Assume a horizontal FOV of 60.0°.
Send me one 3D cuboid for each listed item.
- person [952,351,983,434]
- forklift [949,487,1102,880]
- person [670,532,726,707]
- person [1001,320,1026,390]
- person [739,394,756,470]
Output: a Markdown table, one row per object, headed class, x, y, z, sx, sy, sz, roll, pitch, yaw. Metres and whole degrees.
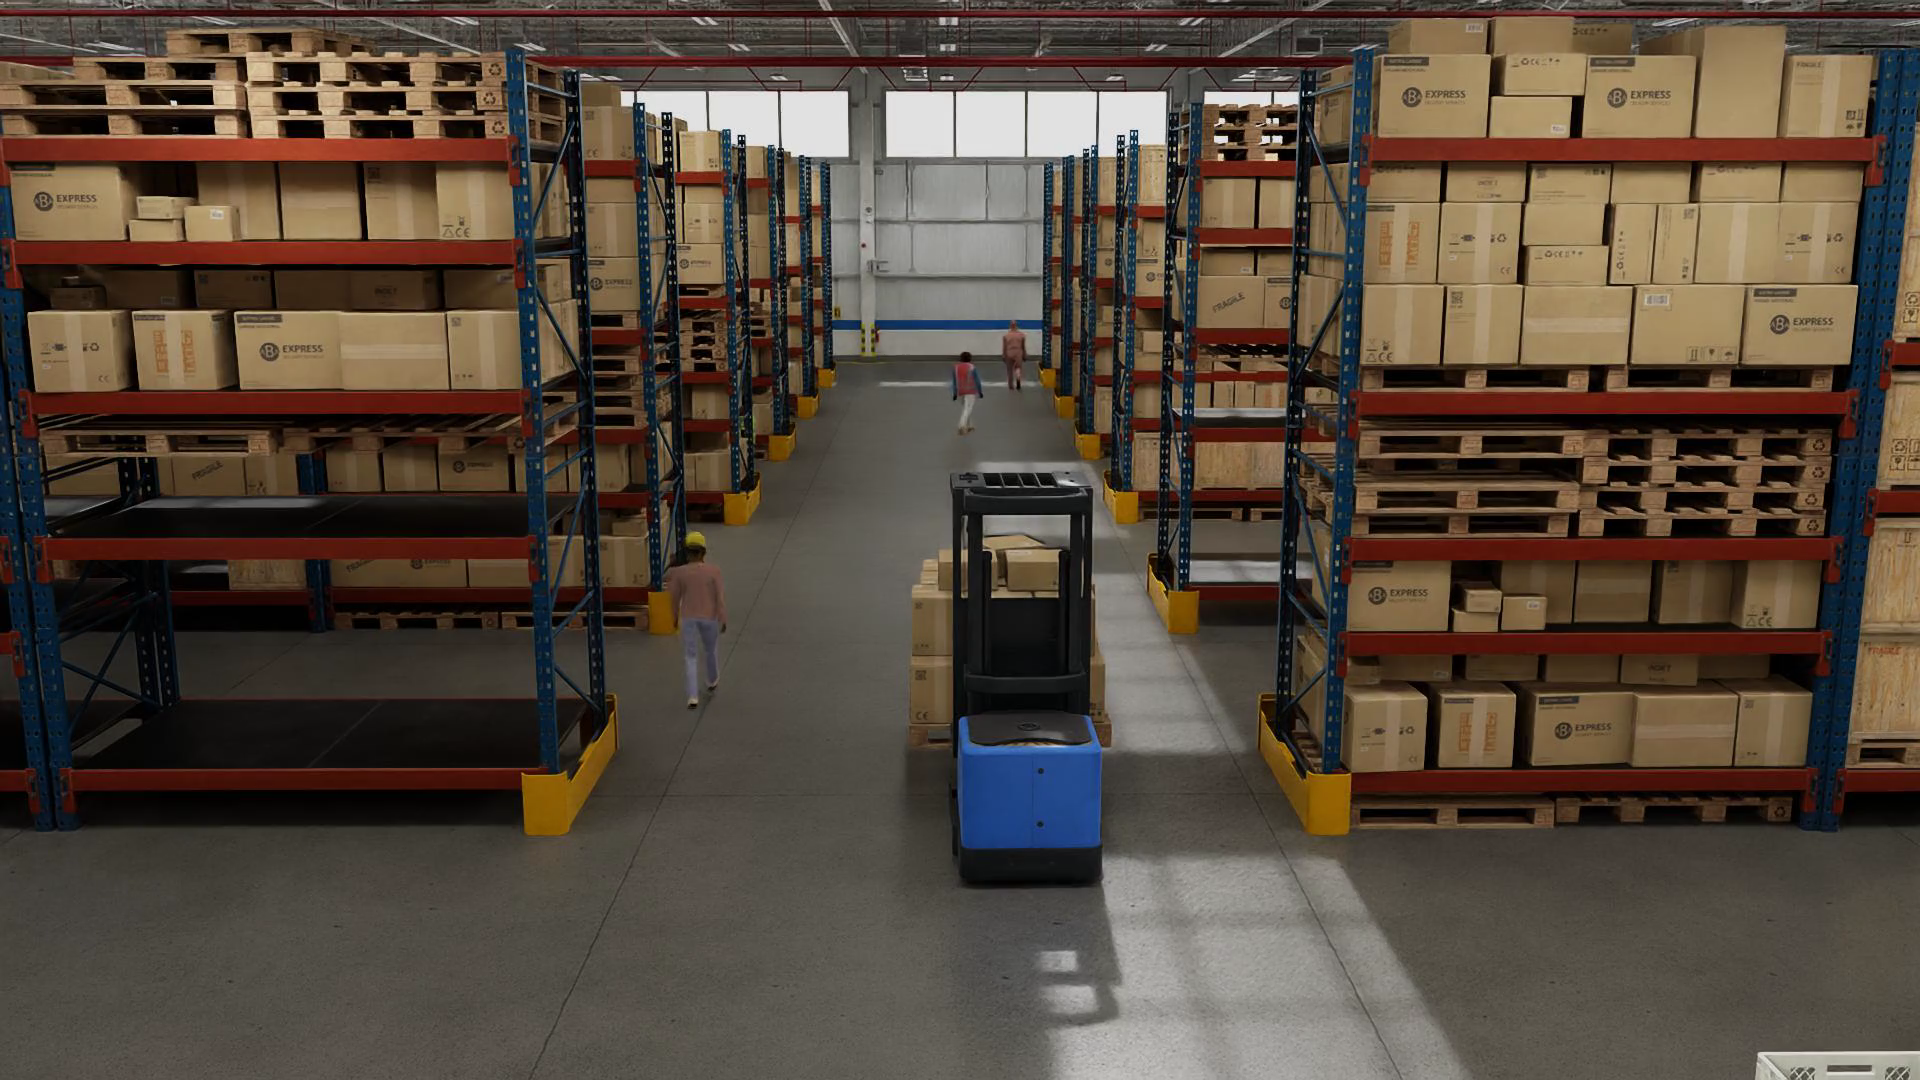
| class | x | y | z | sx | sy | sz | roll | pitch | yaw |
| --- | --- | --- | --- | --- | --- | --- | --- | --- | --- |
| person | 0.135 | -3.223 | 36.353 | 0.628 | 1.805 | 0.867 | 8 | 14 | 34 |
| forklift | 0.495 | 0.986 | 12.813 | 1.129 | 2.768 | 1.873 | 0 | 11 | -2 |
| person | -2.637 | 0.775 | 16.759 | 0.547 | 1.715 | 0.929 | -1 | 11 | -5 |
| person | 1.441 | -4.991 | 44.879 | 0.663 | 1.894 | 0.514 | -1 | 11 | -4 |
| person | -3.731 | -1.717 | 29.157 | 0.318 | 1.697 | 0.535 | 2 | 12 | 10 |
